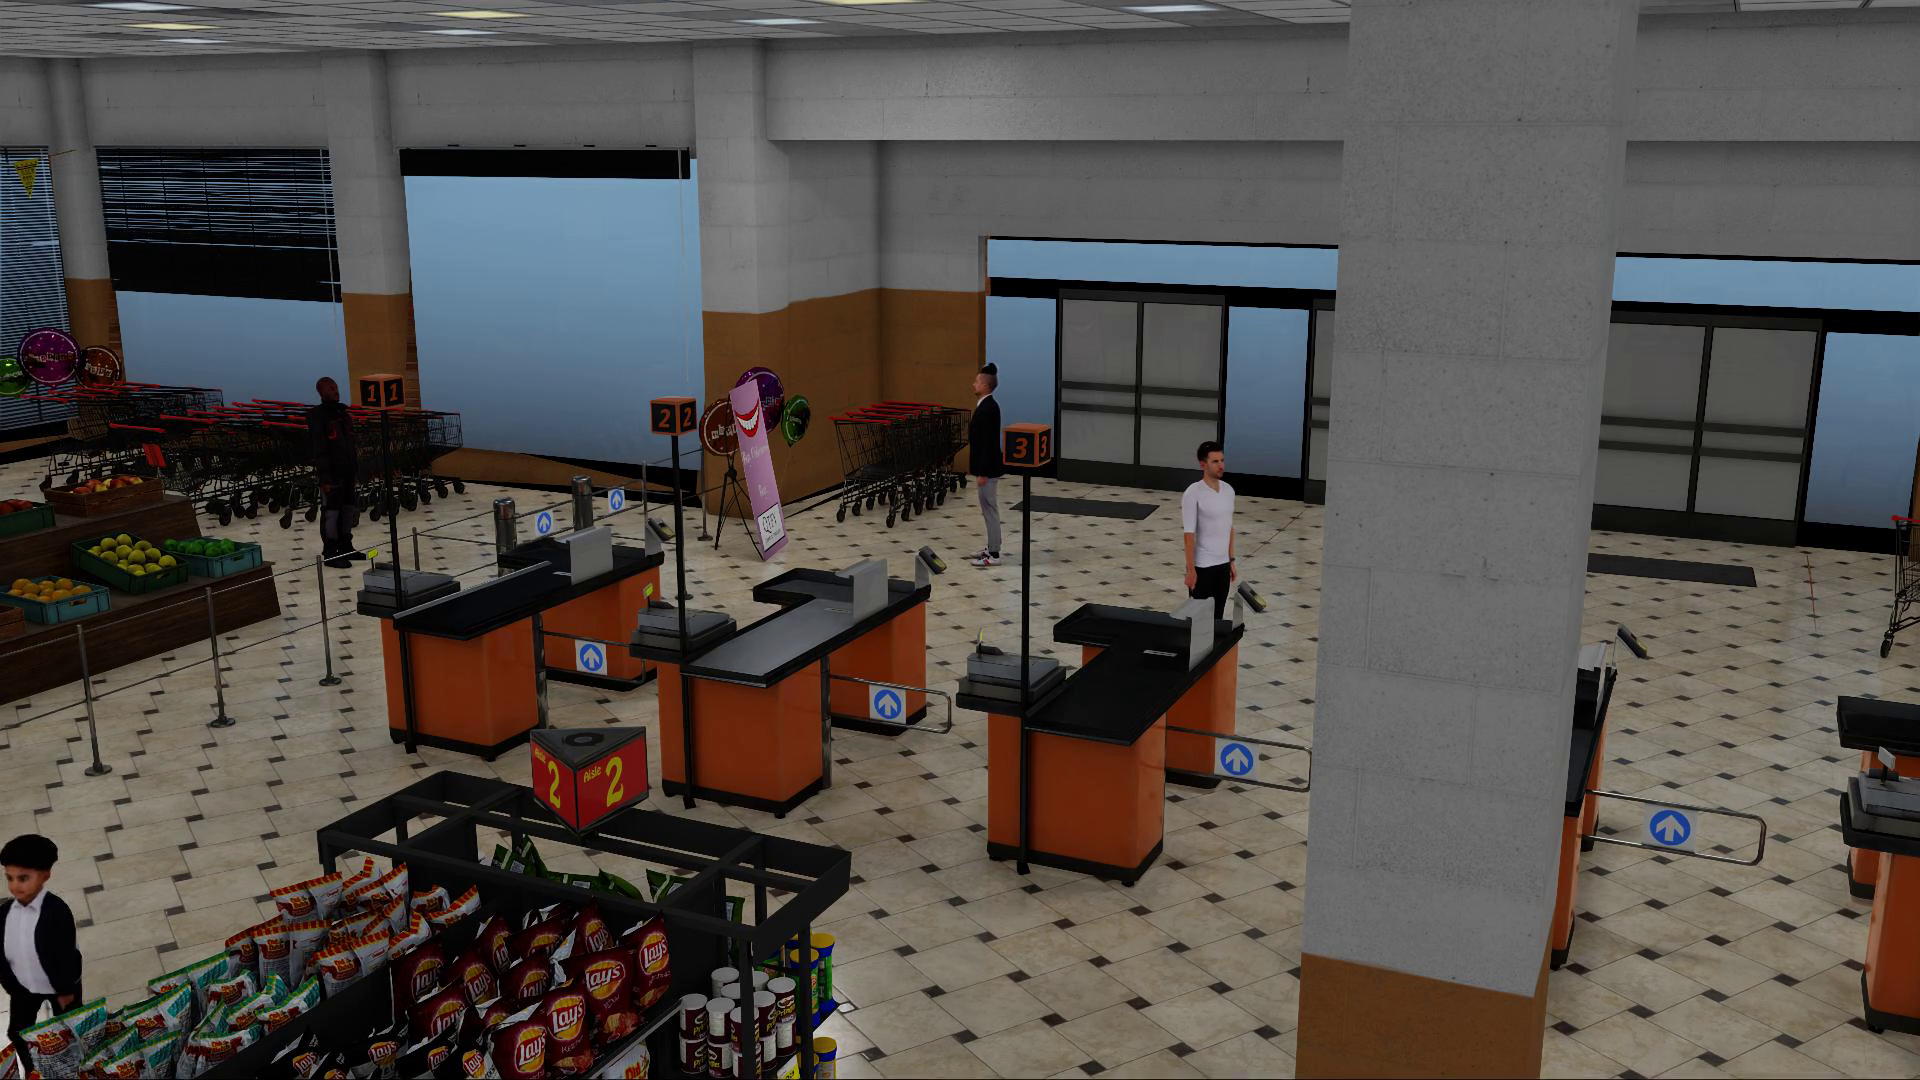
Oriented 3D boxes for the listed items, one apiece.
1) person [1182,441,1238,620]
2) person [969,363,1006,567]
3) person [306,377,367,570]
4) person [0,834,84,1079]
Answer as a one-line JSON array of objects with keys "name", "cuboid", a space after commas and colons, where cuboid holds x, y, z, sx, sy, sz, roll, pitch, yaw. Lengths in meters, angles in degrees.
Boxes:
[{"name": "person", "cuboid": [1.859, 0.171, 12.467, 0.673, 1.852, 0.808, -11, 17, -37]}, {"name": "person", "cuboid": [0.266, -0.730, 15.974, 0.851, 1.950, 0.684, 0, 14, 2]}, {"name": "person", "cuboid": [-6.020, -0.671, 15.993, 0.821, 1.825, 0.635, 3, 14, 11]}, {"name": "person", "cuboid": [-3.865, 1.806, 7.083, 0.595, 1.211, 0.645, 2, 14, 8]}]
